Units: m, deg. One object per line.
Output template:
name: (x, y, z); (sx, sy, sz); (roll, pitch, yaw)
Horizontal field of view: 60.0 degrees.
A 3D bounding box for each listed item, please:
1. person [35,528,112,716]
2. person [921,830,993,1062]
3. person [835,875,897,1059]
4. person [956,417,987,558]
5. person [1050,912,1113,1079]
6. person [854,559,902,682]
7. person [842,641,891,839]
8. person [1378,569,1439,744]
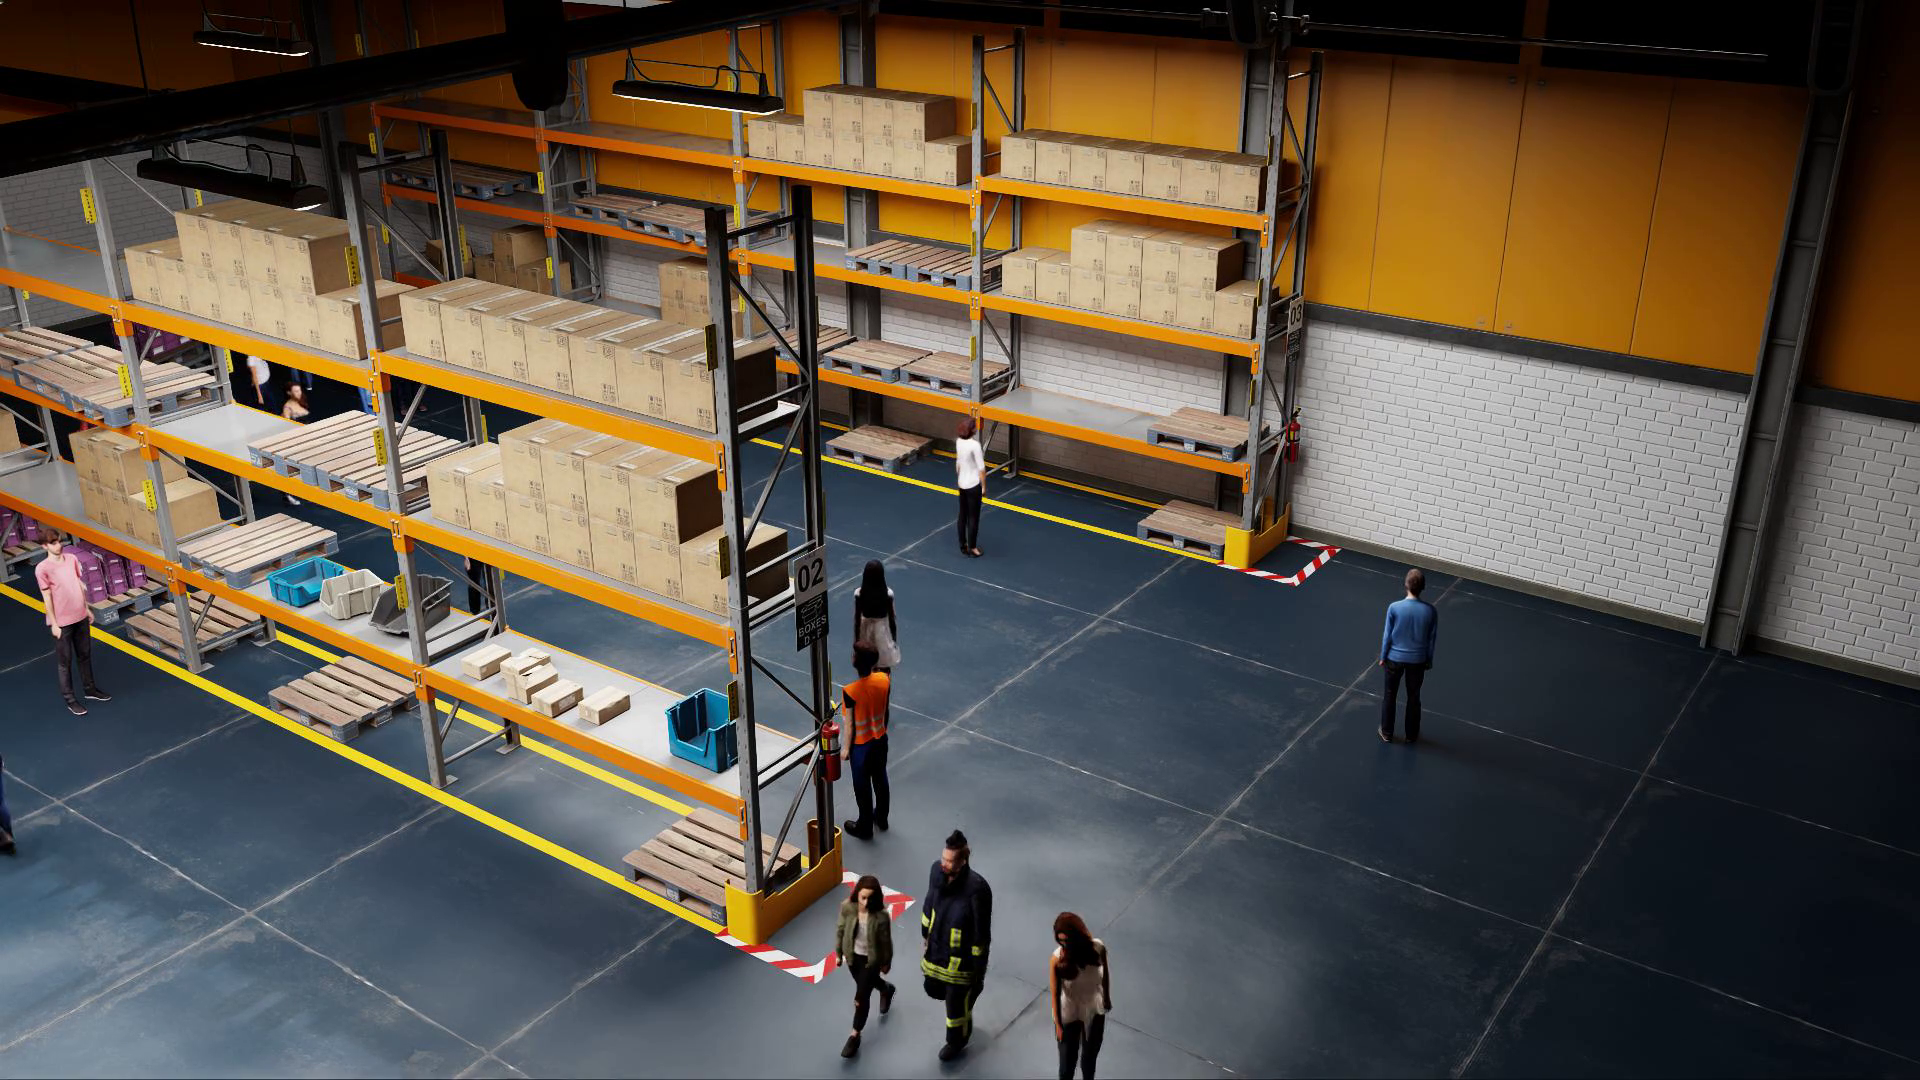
person: (-9.051, 0.787, 16.858); (0.623, 1.958, 0.676); (9, 25, 21)
person: (0.024, 2.893, 12.174); (0.889, 1.850, 0.877); (-21, 32, -40)
person: (-0.677, 3.055, 12.308); (0.946, 1.447, 0.738); (12, 26, 26)
person: (0.105, -0.648, 20.341); (0.706, 1.796, 0.520); (-20, 31, -38)
person: (0.858, 3.240, 11.499); (0.826, 1.755, 0.757); (-17, 29, -33)
person: (-0.842, 1.057, 16.491); (0.990, 1.756, 0.991); (0, 24, 0)
person: (-0.816, 1.754, 14.727); (0.714, 1.892, 0.683); (-21, 31, -40)
person: (4.362, 1.131, 16.249); (0.670, 1.815, 0.807); (3, 24, 7)
